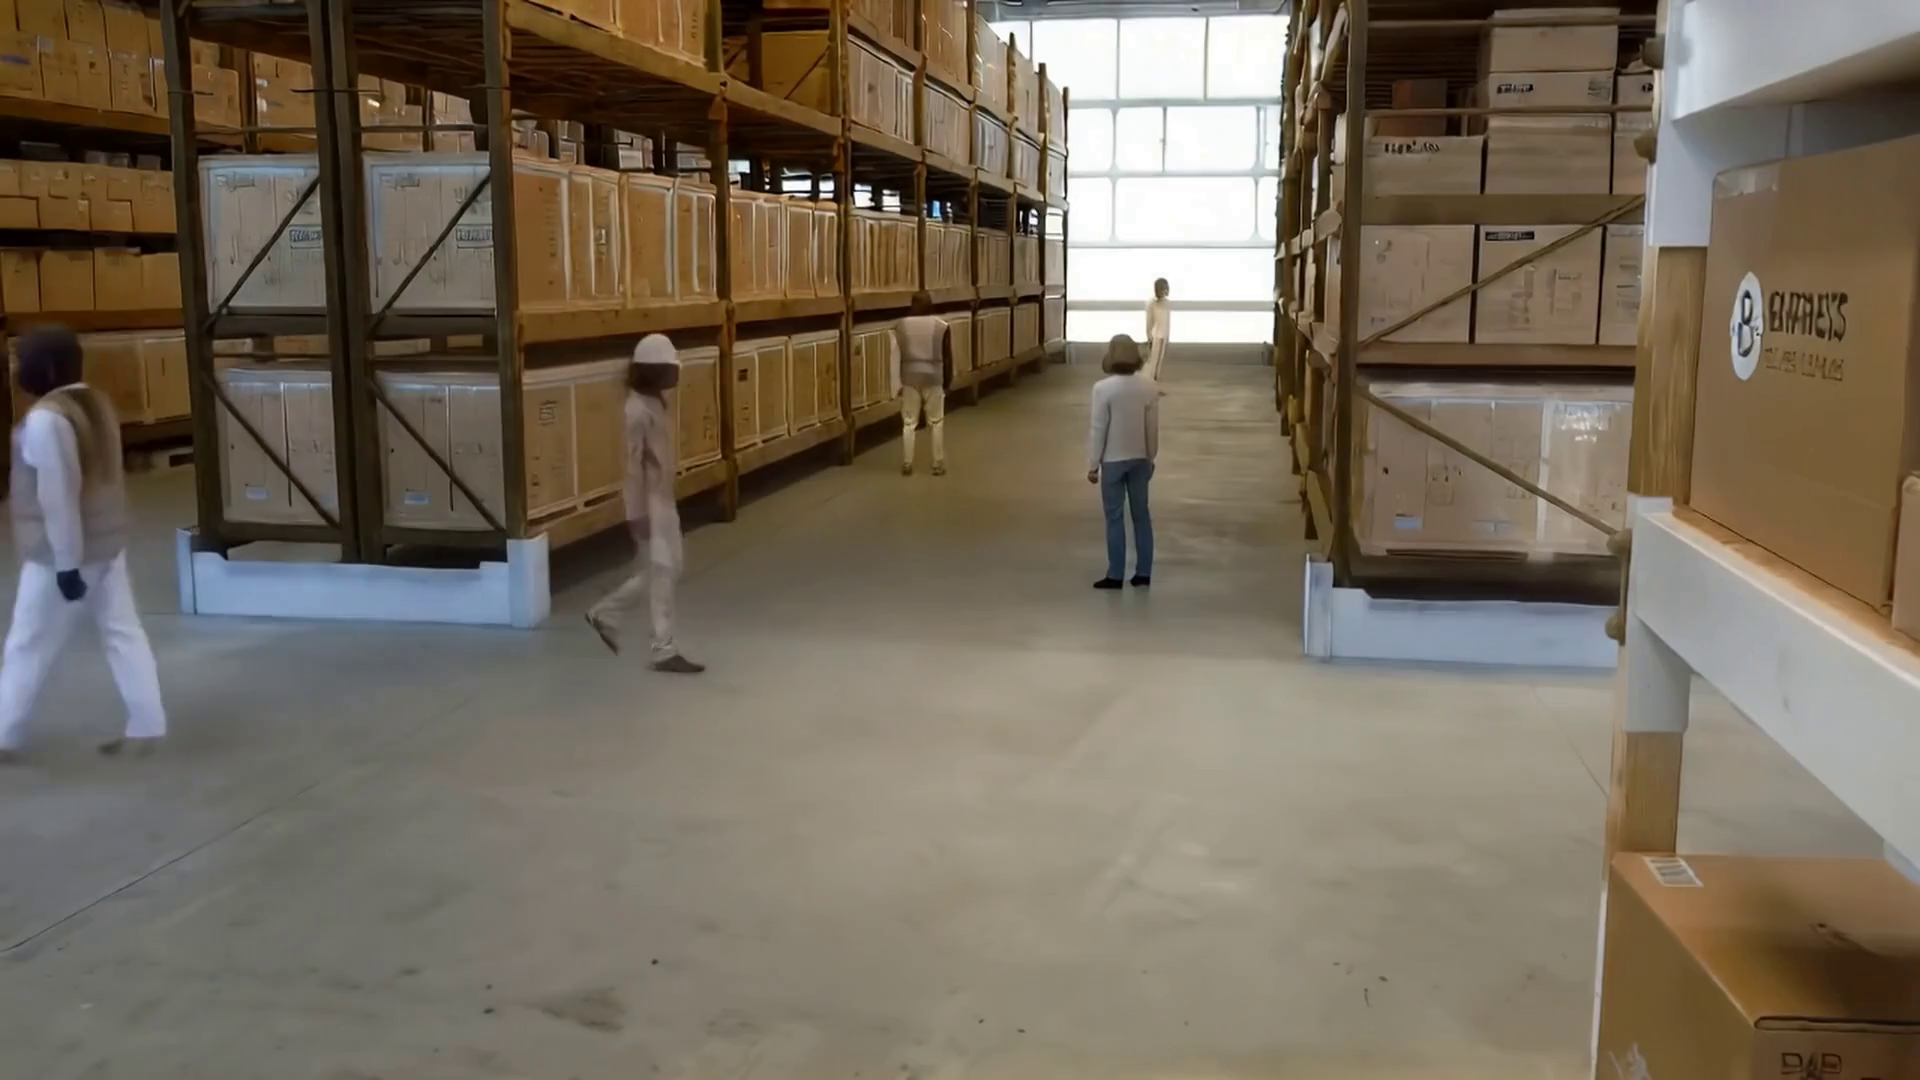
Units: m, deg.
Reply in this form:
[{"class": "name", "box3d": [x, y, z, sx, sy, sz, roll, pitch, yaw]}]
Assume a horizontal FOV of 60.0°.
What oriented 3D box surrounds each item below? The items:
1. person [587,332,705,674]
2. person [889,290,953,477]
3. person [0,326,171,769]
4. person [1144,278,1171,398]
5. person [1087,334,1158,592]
[{"class": "person", "box3d": [-1.606, -0.181, 8.387, 0.584, 1.731, 0.490, 2, 9, 11]}, {"class": "person", "box3d": [-0.382, -1.540, 16.455, 0.621, 1.845, 0.430, 1, 9, 4]}, {"class": "person", "box3d": [-3.729, 0.040, 6.777, 0.937, 1.795, 0.646, -1, 9, -5]}, {"class": "person", "box3d": [3.204, -3.261, 26.876, 0.370, 1.930, 0.627, 7, 11, 35]}, {"class": "person", "box3d": [1.032, -0.486, 10.562, 0.503, 1.631, 0.282, -5, 10, -28]}]
